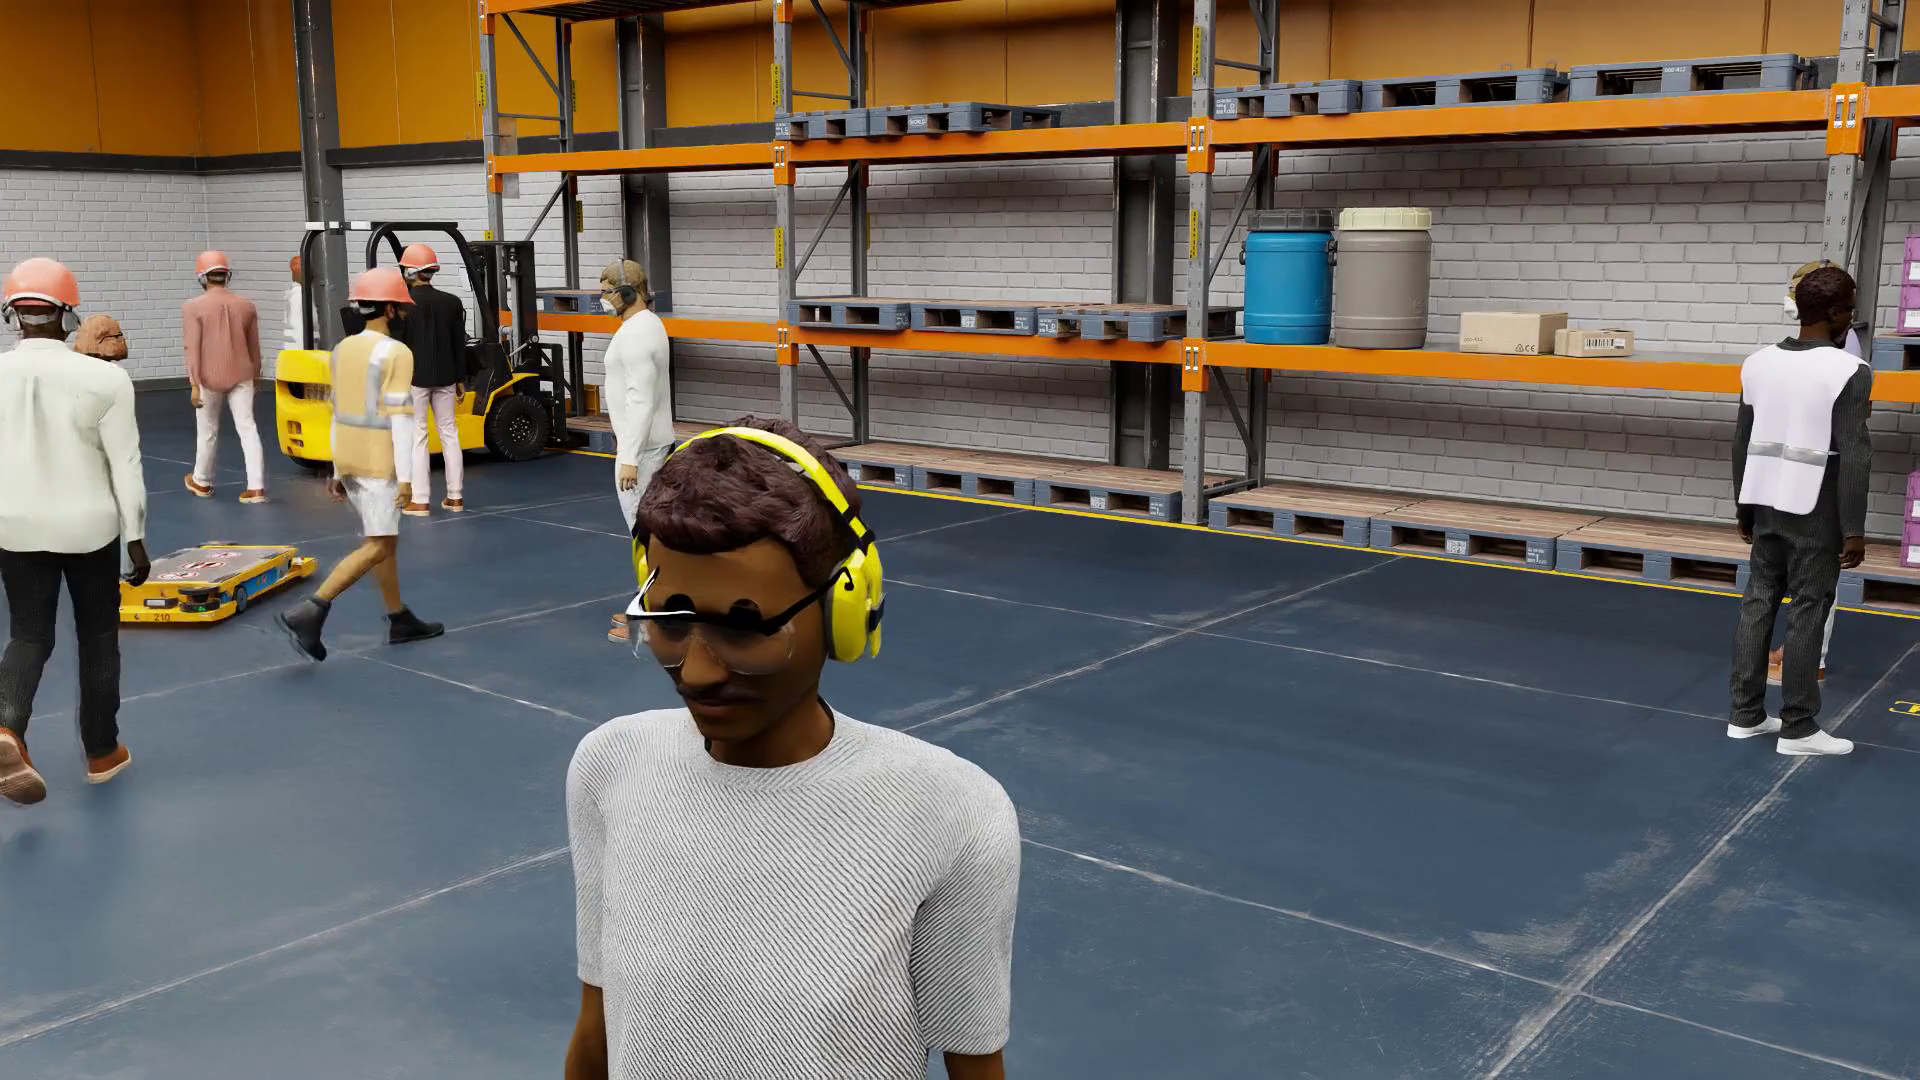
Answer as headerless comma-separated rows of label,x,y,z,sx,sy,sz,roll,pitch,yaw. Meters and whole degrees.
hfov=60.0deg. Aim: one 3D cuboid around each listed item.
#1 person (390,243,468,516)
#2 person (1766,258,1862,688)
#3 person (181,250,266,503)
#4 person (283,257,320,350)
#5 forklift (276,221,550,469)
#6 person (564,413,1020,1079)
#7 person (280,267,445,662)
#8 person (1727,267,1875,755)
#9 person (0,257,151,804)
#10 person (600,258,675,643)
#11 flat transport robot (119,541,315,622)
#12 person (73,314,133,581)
person,-3.931,-1.177,12.272,0.622,1.996,0.371,-10,14,-44
person,3.863,-0.297,7.560,0.376,1.940,0.627,6,12,30
person,-5.720,-1.261,12.902,1.041,1.933,0.651,9,13,40
person,-6.493,-1.846,16.383,0.376,1.857,0.679,-3,11,-17
forklift,-4.922,-1.741,14.854,1.214,2.155,2.313,8,13,38
person,-0.193,0.804,1.670,0.512,1.865,0.329,3,11,18
person,-2.920,-0.362,8.043,0.555,1.904,0.870,7,13,35
person,3.311,-0.110,6.581,0.376,1.917,0.600,-4,11,-20
person,-3.272,-0.018,5.961,0.631,1.968,0.796,-2,10,-10
person,-1.630,-0.447,8.409,0.373,1.935,0.627,-1,10,-6
flat transport robot,-4.215,0.218,9.326,0.652,0.197,1.431,0,10,0
person,-4.517,-0.383,8.874,0.500,1.636,0.281,8,13,38
